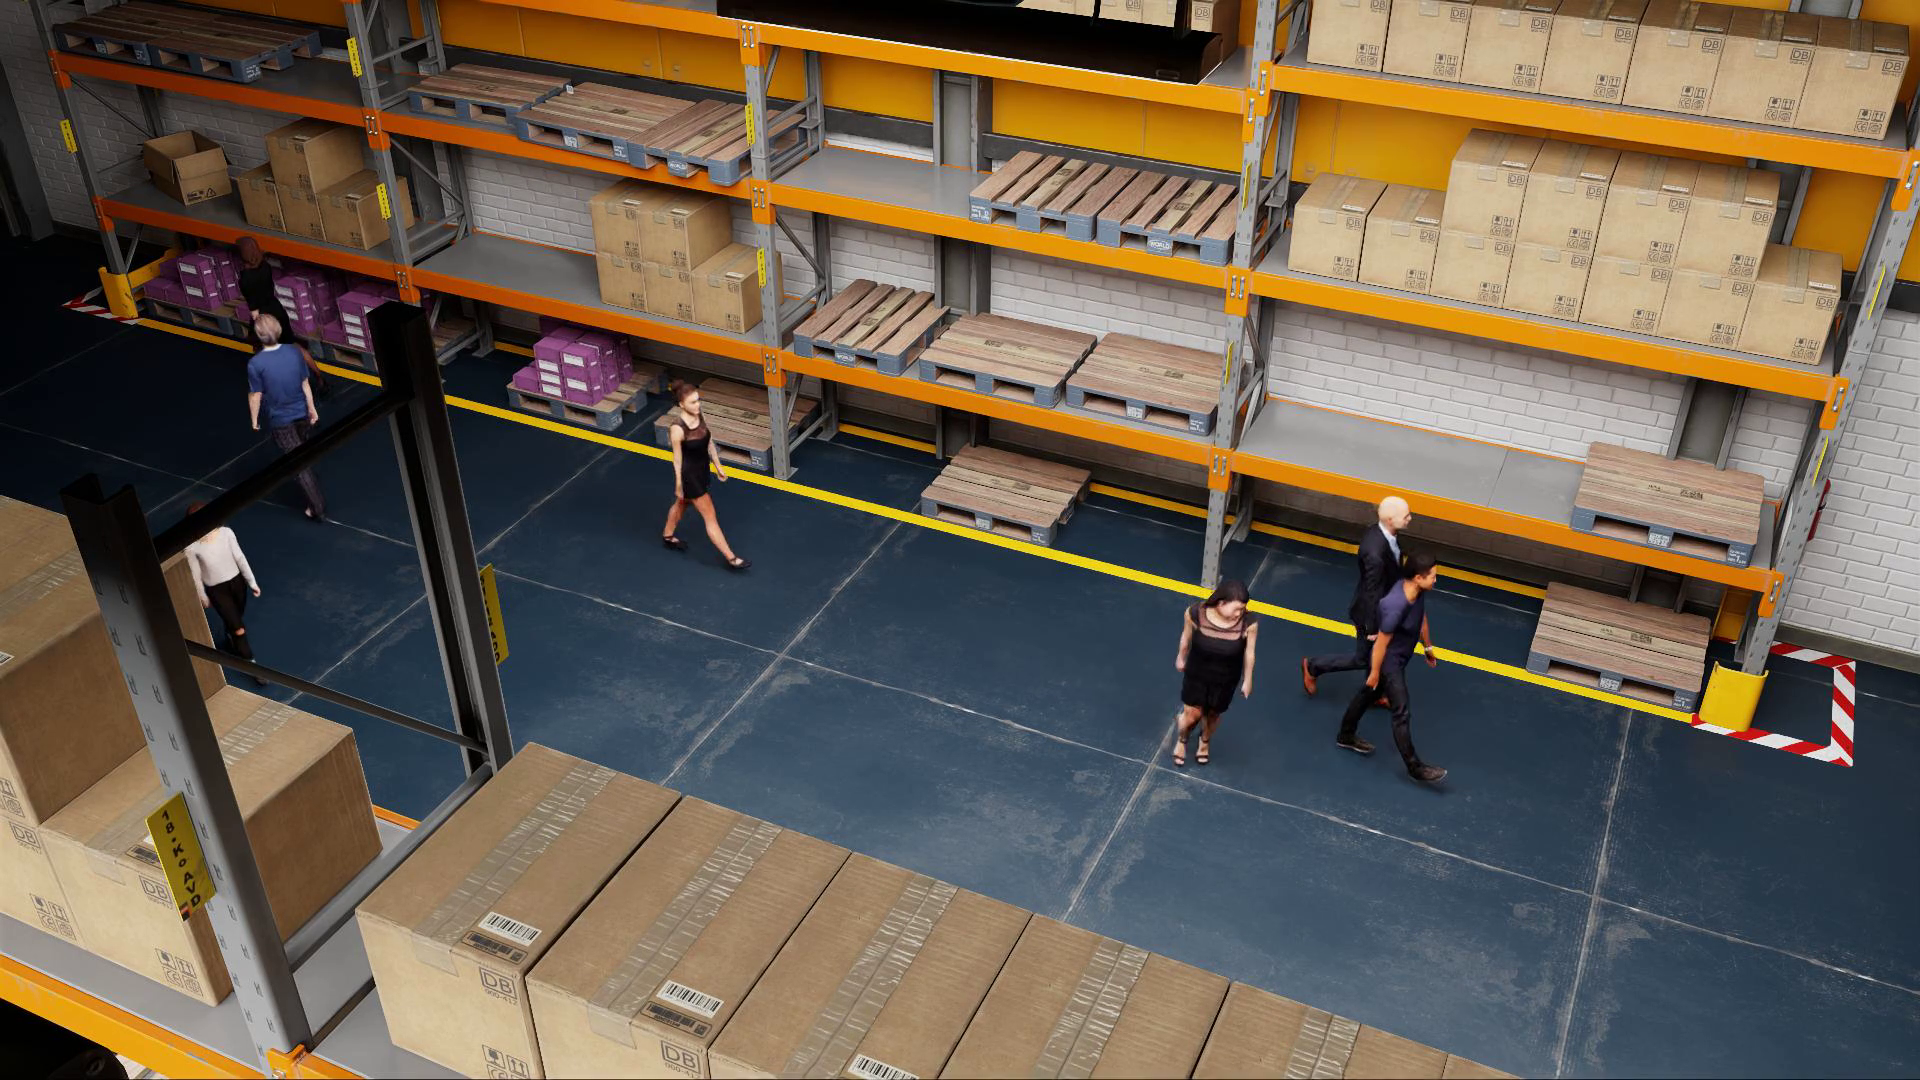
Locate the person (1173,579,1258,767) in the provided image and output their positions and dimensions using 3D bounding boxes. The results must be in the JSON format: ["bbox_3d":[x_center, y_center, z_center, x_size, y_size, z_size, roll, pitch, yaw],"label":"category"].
[{"bbox_3d":[1.680,0.885,11.241,0.730,1.672,0.826,11,35,16],"label":"person"}]

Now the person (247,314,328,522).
[{"bbox_3d":[-5.560,-0.985,13.895,1.002,1.848,0.788,22,39,29],"label":"person"}]

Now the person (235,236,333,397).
[{"bbox_3d":[-6.418,-2.048,15.655,1.083,1.671,0.671,11,35,16],"label":"person"}]

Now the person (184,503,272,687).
[{"bbox_3d":[-5.442,0.329,12.273,1.031,1.456,0.720,26,41,33],"label":"person"}]

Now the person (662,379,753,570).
[{"bbox_3d":[-2.214,-0.536,13.424,1.106,1.623,0.575,15,36,21],"label":"person"}]

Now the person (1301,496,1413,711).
[{"bbox_3d":[2.860,0.469,11.765,1.006,1.785,0.696,15,36,21],"label":"person"}]

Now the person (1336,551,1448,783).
[{"bbox_3d":[2.846,0.789,11.319,1.049,1.746,0.680,19,38,26],"label":"person"}]
